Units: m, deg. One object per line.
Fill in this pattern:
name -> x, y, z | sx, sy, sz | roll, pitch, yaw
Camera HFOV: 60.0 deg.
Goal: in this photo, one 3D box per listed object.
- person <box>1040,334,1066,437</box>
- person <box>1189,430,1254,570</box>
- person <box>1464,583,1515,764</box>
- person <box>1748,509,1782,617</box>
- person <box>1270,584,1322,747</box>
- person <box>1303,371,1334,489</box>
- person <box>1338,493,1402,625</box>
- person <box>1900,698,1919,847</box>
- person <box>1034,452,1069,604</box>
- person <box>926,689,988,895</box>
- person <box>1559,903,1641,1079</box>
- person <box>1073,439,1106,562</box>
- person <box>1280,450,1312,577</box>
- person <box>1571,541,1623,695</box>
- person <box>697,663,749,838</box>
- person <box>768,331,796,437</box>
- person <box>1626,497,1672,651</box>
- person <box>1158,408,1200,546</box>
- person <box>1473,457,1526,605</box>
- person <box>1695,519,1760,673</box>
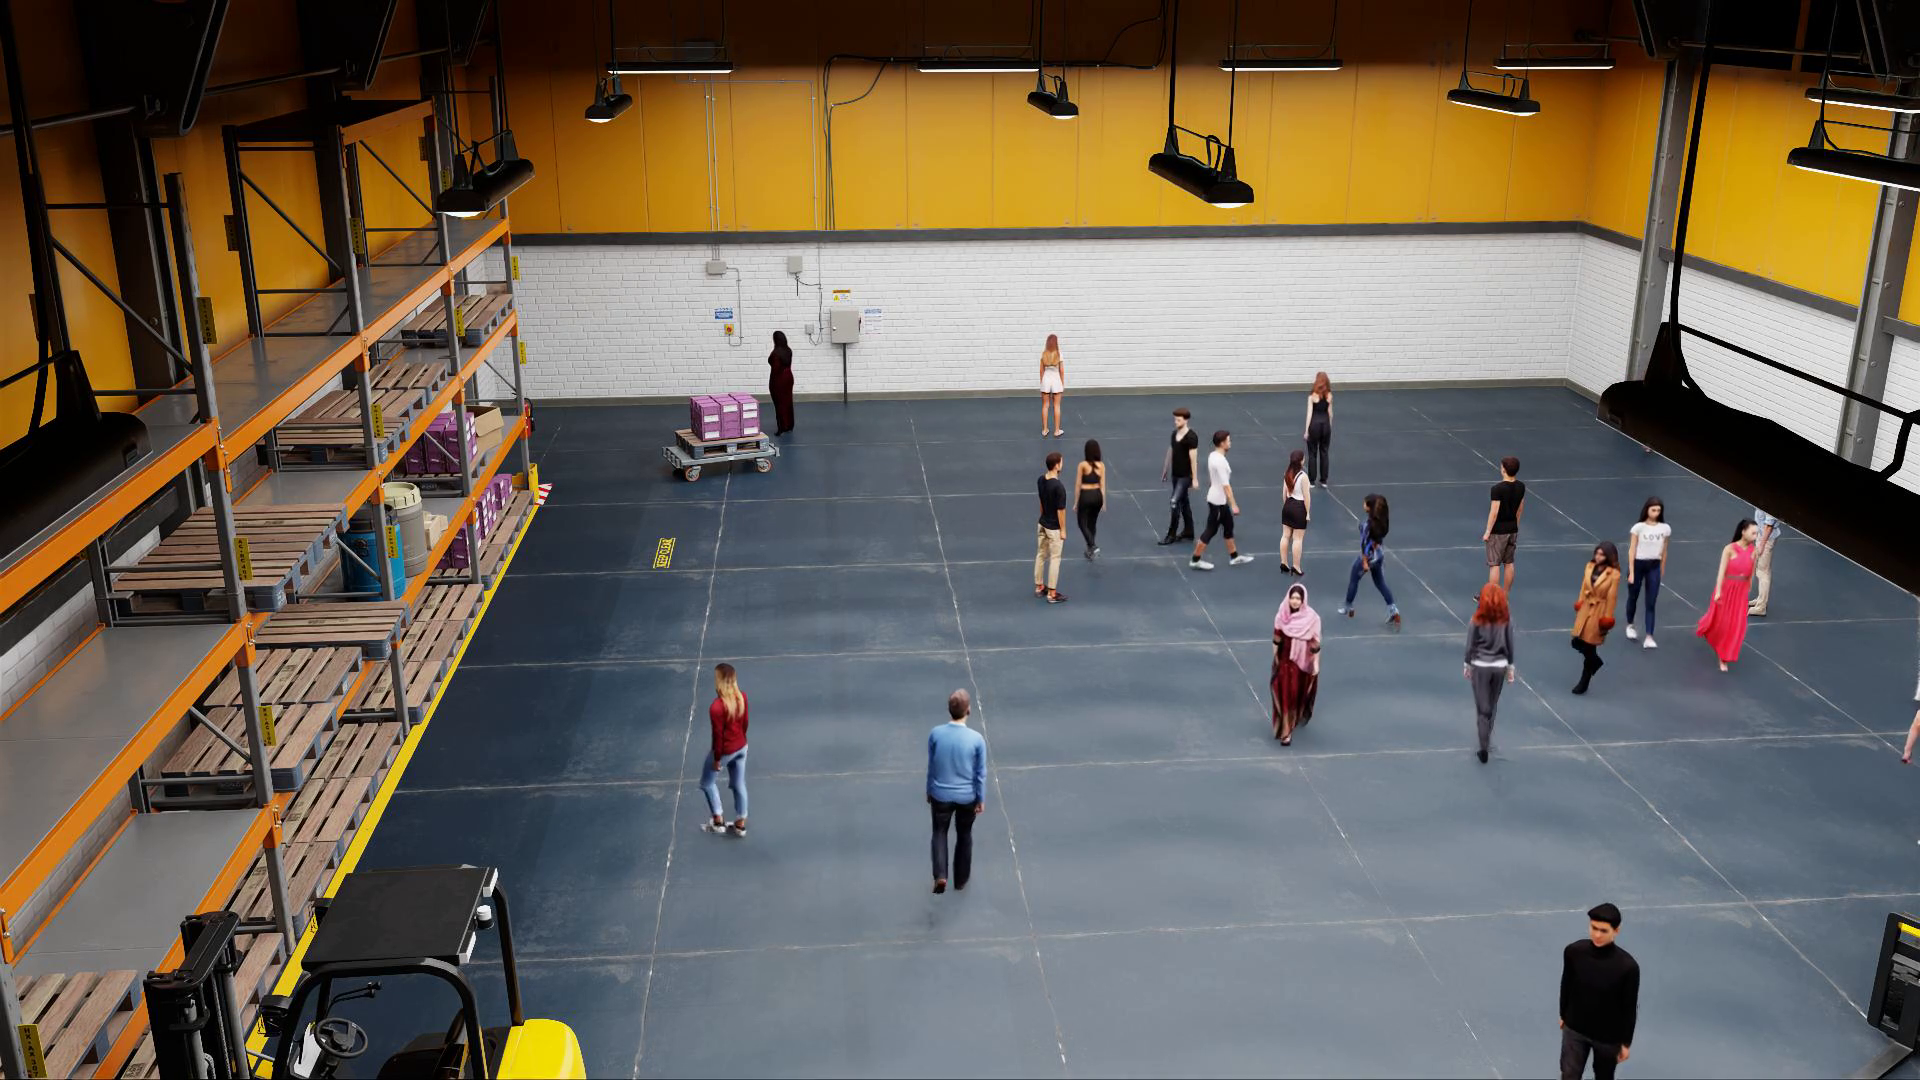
person -> 1.520, -2.578, 27.636 | 0.648, 1.696, 0.666 | 6, 19, 16
person -> 3.228, -0.482, 21.226 | 0.815, 1.816, 1.038 | 1, 19, 2
person -> 5.094, 1.315, 15.985 | 0.660, 1.754, 0.840 | 2, 19, 6
person -> 9.595, -0.015, 19.788 | 0.788, 1.847, 0.694 | 11, 22, 30
person -> 3.362, 1.194, 16.581 | 0.822, 1.603, 1.114 | 4, 19, 11
person -> 5.360, -1.655, 24.819 | 0.615, 1.745, 0.541 | -4, 19, -12
person -> 4.872, 0.249, 19.423 | 1.006, 1.580, 1.128 | -17, 25, -40
person -> 8.506, 1.857, 14.286 | 0.729, 1.811, 0.769 | -1, 19, -3
person -> 1.099, -0.167, 20.227 | 0.767, 1.855, 0.639 | -12, 22, -32
person -> -0.062, 2.100, 13.582 | 0.819, 1.801, 1.007 | 4, 19, 11
person -> 4.140, 3.102, 10.760 | 1.080, 1.702, 1.170 | 13, 23, 34
person -> 1.700, -0.468, 21.484 | 0.691, 1.623, 0.893 | -4, 19, -12
person -> 4.251, -0.354, 21.108 | 0.694, 1.648, 0.608 | -15, 24, -38
person -> 6.763, 0.817, 17.539 | 0.921, 1.706, 0.859 | -9, 21, -26
person -> -1.974, 1.868, 14.550 | 0.811, 1.621, 0.746 | 13, 23, 35
person -> -2.953, -2.617, 27.663 | 0.824, 1.753, 0.723 | 9, 21, 26
person -> 7.744, 0.343, 18.903 | 0.759, 1.733, 1.109 | 2, 19, 7
person -> 3.061, -0.867, 22.280 | 0.967, 1.872, 0.950 | -9, 20, -24
person -> 6.552, -0.113, 20.056 | 0.749, 1.862, 0.721 | -9, 21, -25
person -> 8.437, 0.577, 18.260 | 0.684, 1.701, 0.964 | 1, 19, 4
